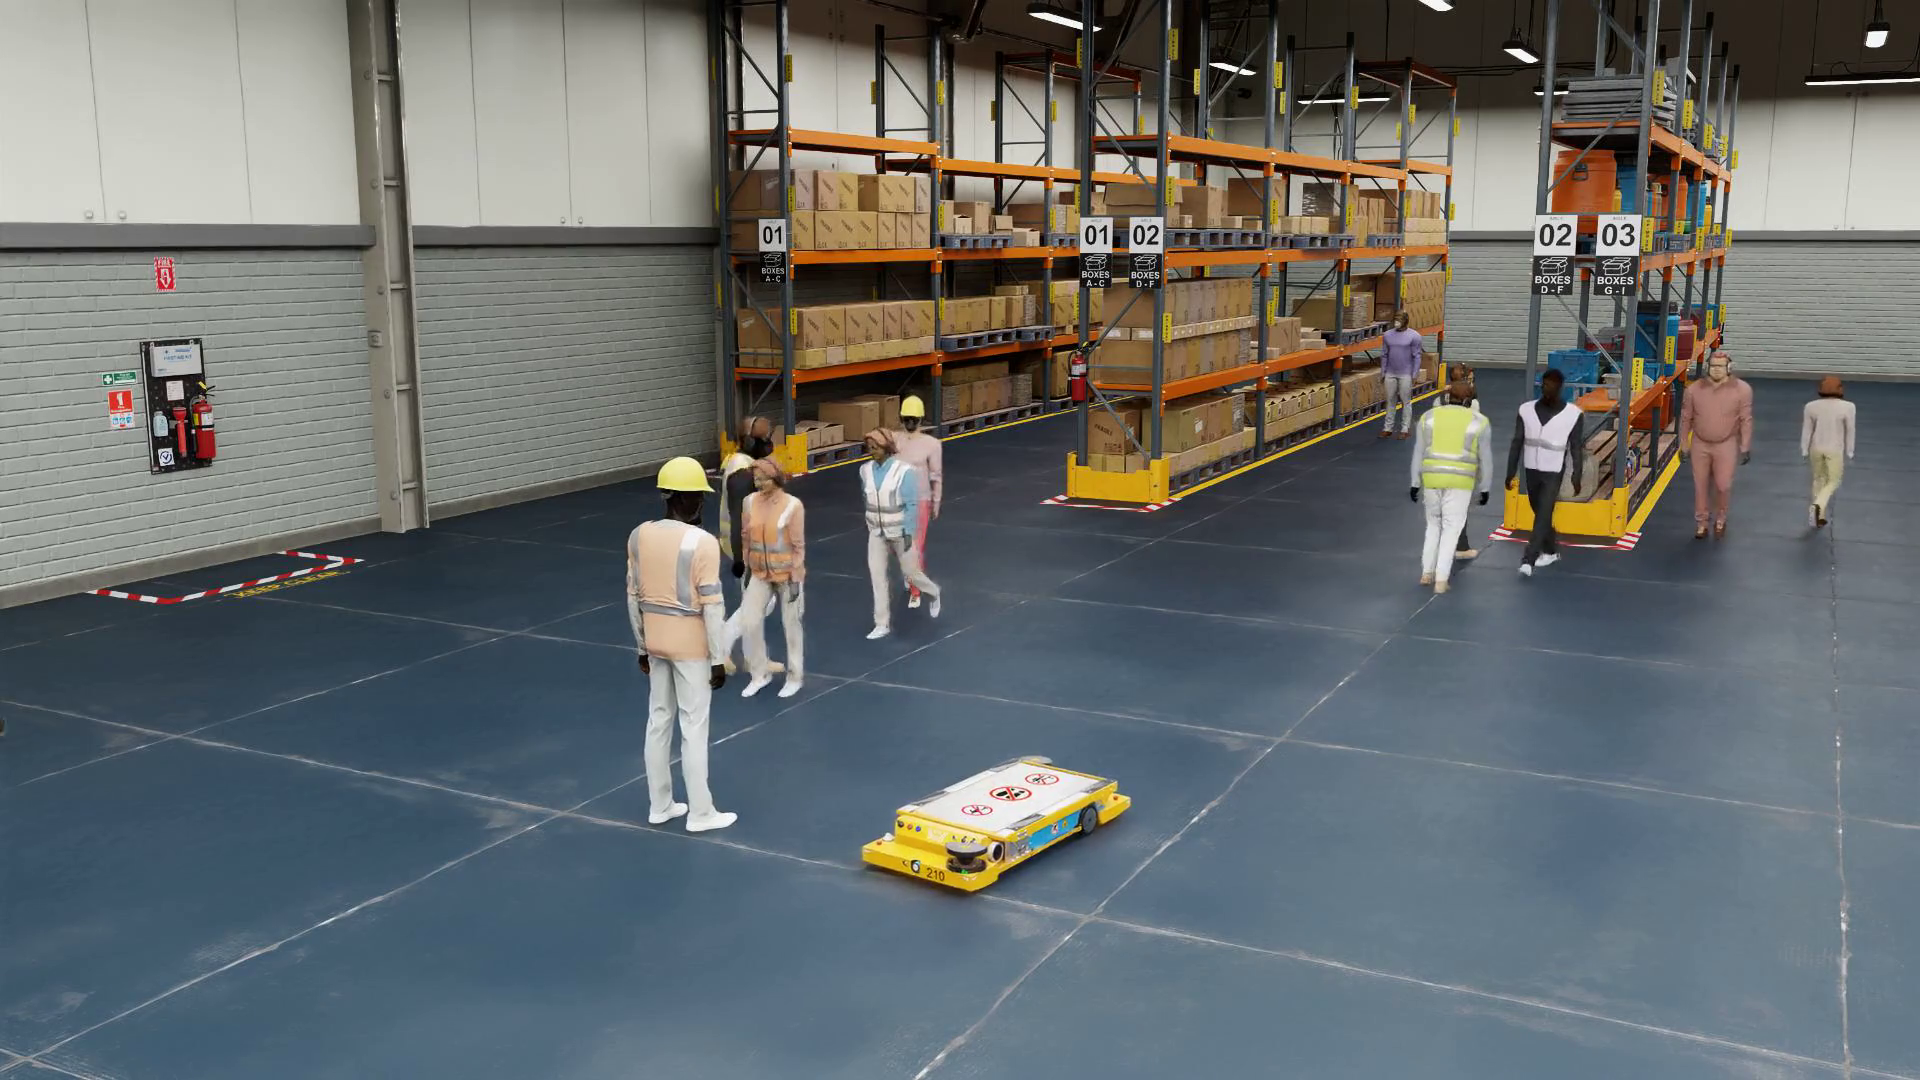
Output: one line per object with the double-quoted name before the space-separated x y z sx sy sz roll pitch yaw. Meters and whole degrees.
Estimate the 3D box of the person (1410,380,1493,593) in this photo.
"person" 4.205 -0.462 14.254 0.643 1.804 0.627 6 12 31

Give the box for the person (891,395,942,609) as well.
"person" -0.395 -0.347 13.787 0.532 1.741 0.702 2 11 12

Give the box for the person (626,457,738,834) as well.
"person" -1.423 0.535 8.489 0.590 1.923 0.383 7 12 33

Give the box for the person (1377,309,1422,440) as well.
"person" 6.547 -2.458 24.768 0.629 1.940 0.379 10 14 42

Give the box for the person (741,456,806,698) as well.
"person" -1.214 0.252 10.878 0.543 1.615 0.522 5 12 26

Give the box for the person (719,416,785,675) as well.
"person" -1.453 0.052 11.388 0.490 1.823 0.639 -1 10 -3

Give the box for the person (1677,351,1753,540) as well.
"person" 7.502 -0.935 16.584 0.680 1.890 0.464 7 13 34

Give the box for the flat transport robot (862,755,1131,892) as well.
"flat transport robot" 0.214 1.387 8.352 0.652 0.197 1.431 8 13 36

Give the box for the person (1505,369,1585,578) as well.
"person" 5.251 -0.607 14.933 0.618 1.869 1.052 10 14 44

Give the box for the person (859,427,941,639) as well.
"person" -0.468 -0.074 12.701 0.524 1.610 0.690 7 12 32

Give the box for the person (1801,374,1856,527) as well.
"person" 8.953 -0.911 17.213 0.609 1.613 0.509 -9 14 -42

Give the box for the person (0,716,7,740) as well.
"person" -5.914 0.441 9.399 0.594 1.779 0.960 1 10 7

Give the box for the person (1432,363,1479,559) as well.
"person" 4.666 -0.740 15.669 0.349 1.842 0.505 -8 13 -36
